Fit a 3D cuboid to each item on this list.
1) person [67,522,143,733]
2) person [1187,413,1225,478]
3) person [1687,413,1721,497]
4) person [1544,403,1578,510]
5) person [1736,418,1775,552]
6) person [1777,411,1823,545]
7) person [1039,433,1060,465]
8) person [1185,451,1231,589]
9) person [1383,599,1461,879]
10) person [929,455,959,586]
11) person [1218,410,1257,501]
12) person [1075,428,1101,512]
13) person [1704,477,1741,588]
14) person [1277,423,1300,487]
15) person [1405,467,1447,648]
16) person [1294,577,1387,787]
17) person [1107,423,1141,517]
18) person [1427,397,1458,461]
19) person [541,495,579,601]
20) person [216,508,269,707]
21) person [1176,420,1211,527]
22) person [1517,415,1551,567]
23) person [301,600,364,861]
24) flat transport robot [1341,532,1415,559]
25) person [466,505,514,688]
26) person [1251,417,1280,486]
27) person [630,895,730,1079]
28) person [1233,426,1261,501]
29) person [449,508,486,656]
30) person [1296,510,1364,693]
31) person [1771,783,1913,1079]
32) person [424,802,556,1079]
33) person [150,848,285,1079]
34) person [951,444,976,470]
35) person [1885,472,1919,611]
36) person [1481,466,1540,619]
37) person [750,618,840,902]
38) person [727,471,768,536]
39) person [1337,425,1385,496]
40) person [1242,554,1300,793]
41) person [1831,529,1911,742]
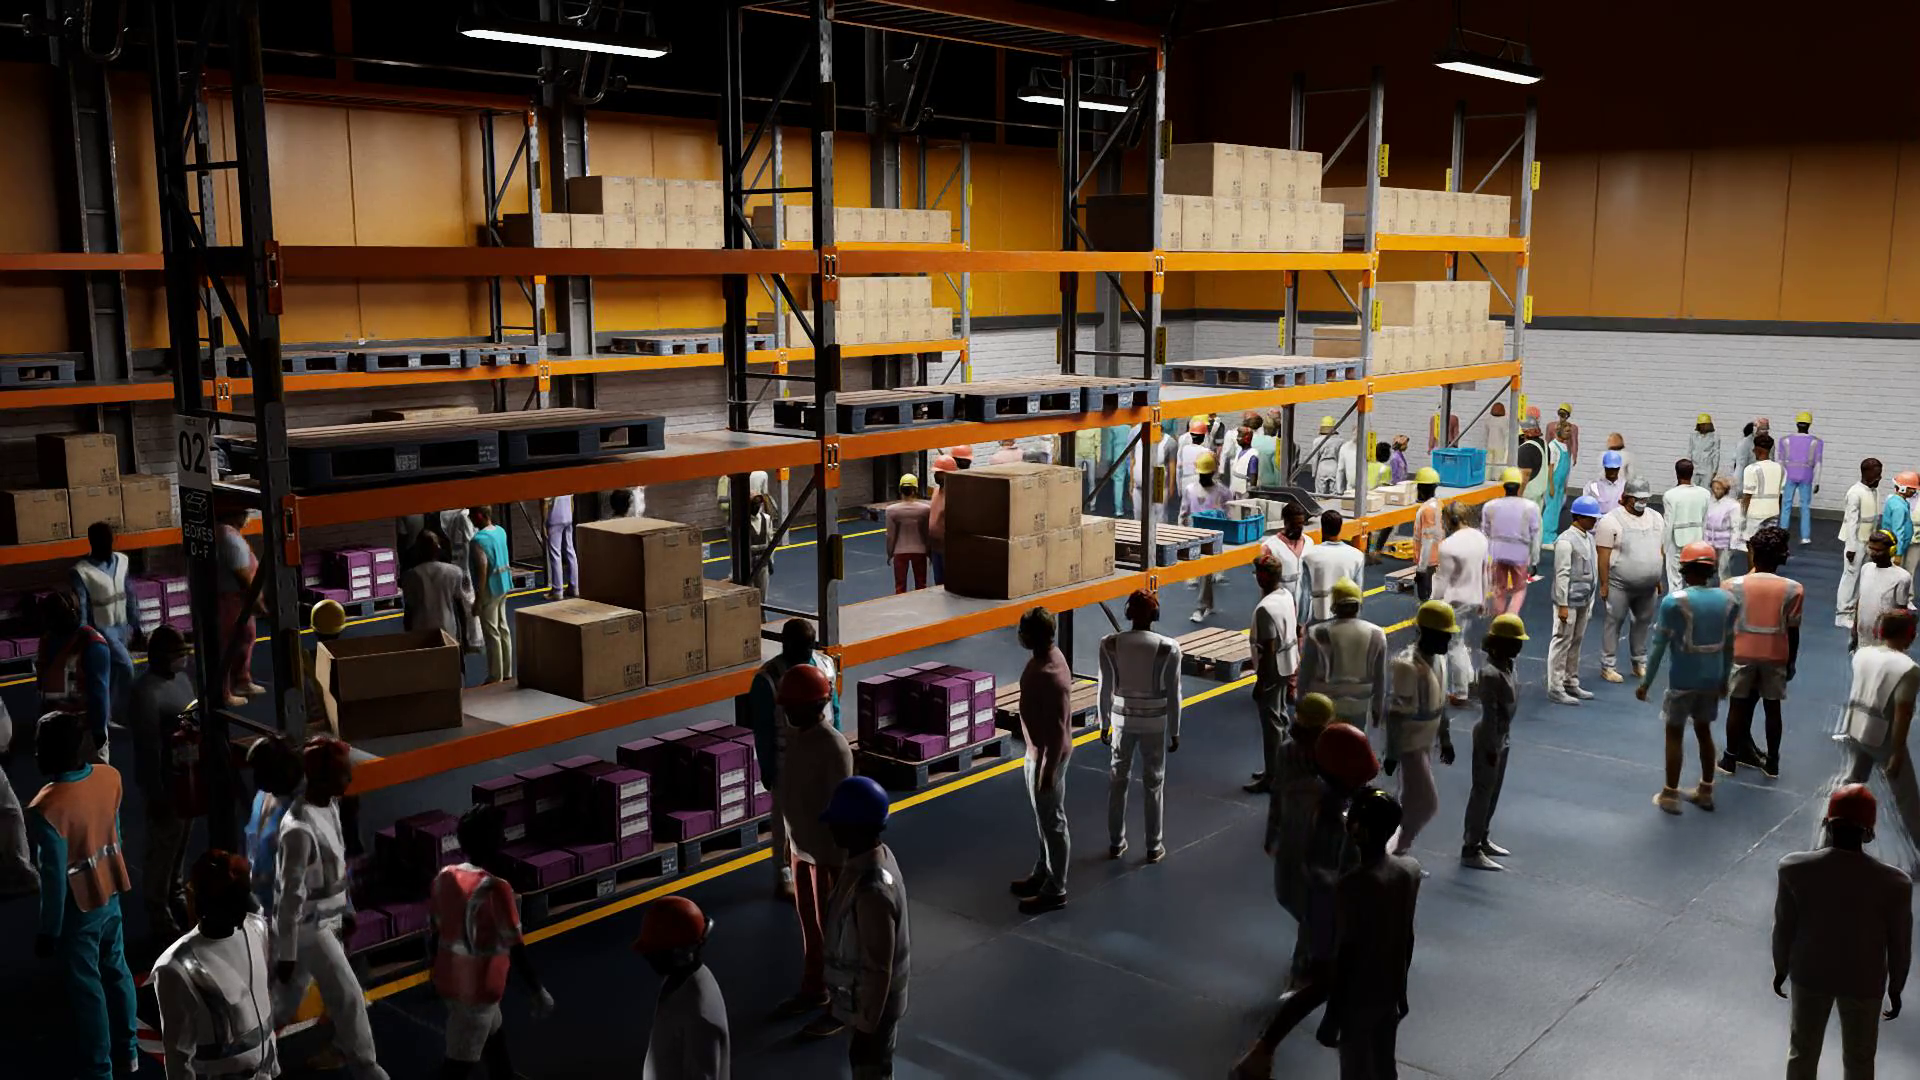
[{"bbox_3d":[-7.268,0.750,14.360,0.657,1.870,0.602,2,10,14],"label":"person"},{"bbox_3d":[3.760,-1.192,25.452,0.617,2.028,0.410,5,11,25],"label":"person"},{"bbox_3d":[11.452,-1.090,25.679,0.322,1.742,0.493,-8,13,-40],"label":"person"},{"bbox_3d":[9.886,-1.376,27.363,0.532,1.755,0.342,6,11,32],"label":"person"},{"bbox_3d":[11.184,-0.774,23.352,0.652,1.895,0.400,-4,10,-22],"label":"person"},{"bbox_3d":[12.089,-0.894,23.990,0.587,1.917,0.398,5,11,29],"label":"person"},{"bbox_3d":[1.493,-1.410,27.317,0.389,1.837,0.563,-3,10,-19],"label":"person"},{"bbox_3d":[3.104,-0.257,20.735,0.766,1.720,0.586,-9,13,-44],"label":"person"},{"bbox_3d":[2.993,1.313,10.859,0.491,1.907,0.598,7,12,35],"label":"person"},{"bbox_3d":[-0.167,0.073,17.979,0.375,1.997,0.612,-5,11,-30],"label":"person"},{"bbox_3d":[4.192,-1.025,24.927,0.718,1.874,0.676,0,10,1],"label":"person"},{"bbox_3d":[2.037,-1.336,27.102,0.526,1.760,0.340,2,10,10],"label":"person"},{"bbox_3d":[8.637,0.082,19.061,0.767,1.603,0.536,-8,12,-40],"label":"person"},{"bbox_3d":[4.812,-0.896,24.680,0.539,1.690,0.320,-5,11,-29],"label":"person"},{"bbox_3d":[4.902,0.203,17.491,0.392,1.905,0.654,5,11,26],"label":"person"},{"bbox_3d":[2.742,1.159,12.022,0.620,1.817,0.501,-1,10,-4],"label":"person"},{"bbox_3d":[2.691,-1.322,26.738,0.664,1.852,0.986,3,10,18],"label":"person"},{"bbox_3d":[8.304,-1.595,28.637,0.541,1.763,0.324,-1,10,-9],"label":"person"},{"bbox_3d":[-4.844,-0.187,20.029,0.350,1.837,0.502,6,11,30],"label":"person"},{"bbox_3d":[-6.601,0.516,15.202,0.700,2.000,0.704,-6,11,-33],"label":"person"},{"bbox_3d":[3.196,-0.653,22.491,0.553,1.935,0.364,8,13,41],"label":"person"},{"bbox_3d":[7.572,-0.668,22.274,0.536,2.000,0.682,9,13,44],"label":"person"},{"bbox_3d":[-4.036,1.322,10.740,0.591,1.923,0.381,-8,13,-41],"label":"person"},{"bbox_3d":[5.845,0.045,23.291,0.652,0.197,1.431,-9,13,-42],"label":"flat transport robot"},{"bbox_3d":[-4.456,0.520,15.785,0.402,1.837,0.564,1,10,9],"label":"person"},{"bbox_3d":[4.281,-0.748,23.099,0.425,1.934,0.641,-7,12,-36],"label":"person"},{"bbox_3d":[-1.039,2.165,6.242,0.346,1.743,0.565,-3,10,-18],"label":"person"},{"bbox_3d":[3.881,-0.622,22.577,0.390,1.847,0.566,-2,10,-12],"label":"person"},{"bbox_3d":[-5.155,0.290,17.154,0.501,1.874,0.620,-4,10,-24],"label":"person"},{"bbox_3d":[3.241,0.688,14.594,0.599,1.905,0.391,-2,10,-12],"label":"person"},{"bbox_3d":[3.961,1.949,7.501,0.562,1.752,0.324,5,11,28],"label":"person"},{"bbox_3d":[-2.185,2.019,7.428,0.861,1.638,0.636,-9,13,-42],"label":"person"},{"bbox_3d":[-2.764,2.084,6.304,0.356,1.886,0.574,2,10,10],"label":"person"},{"bbox_3d":[0.015,-0.201,19.802,0.377,1.932,0.551,4,10,23],"label":"person"},{"bbox_3d":[11.037,0.011,19.417,0.523,1.638,0.310,2,10,10],"label":"person"},{"bbox_3d":[5.813,0.173,17.618,0.599,1.911,0.441,5,11,28],"label":"person"},{"bbox_3d":[-1.024,1.391,10.627,0.630,1.832,0.429,-8,12,-39],"label":"person"},{"bbox_3d":[-2.569,-0.229,20.164,0.534,1.868,0.309,-4,10,-21],"label":"person"},{"bbox_3d":[5.595,-0.726,23.168,0.648,1.864,0.964,6,11,30],"label":"person"},{"bbox_3d":[2.401,1.025,12.755,0.393,1.842,0.564,5,11,26],"label":"person"},{"bbox_3d":[7.633,0.826,13.884,0.325,1.864,0.512,-3,10,-18],"label":"person"}]
